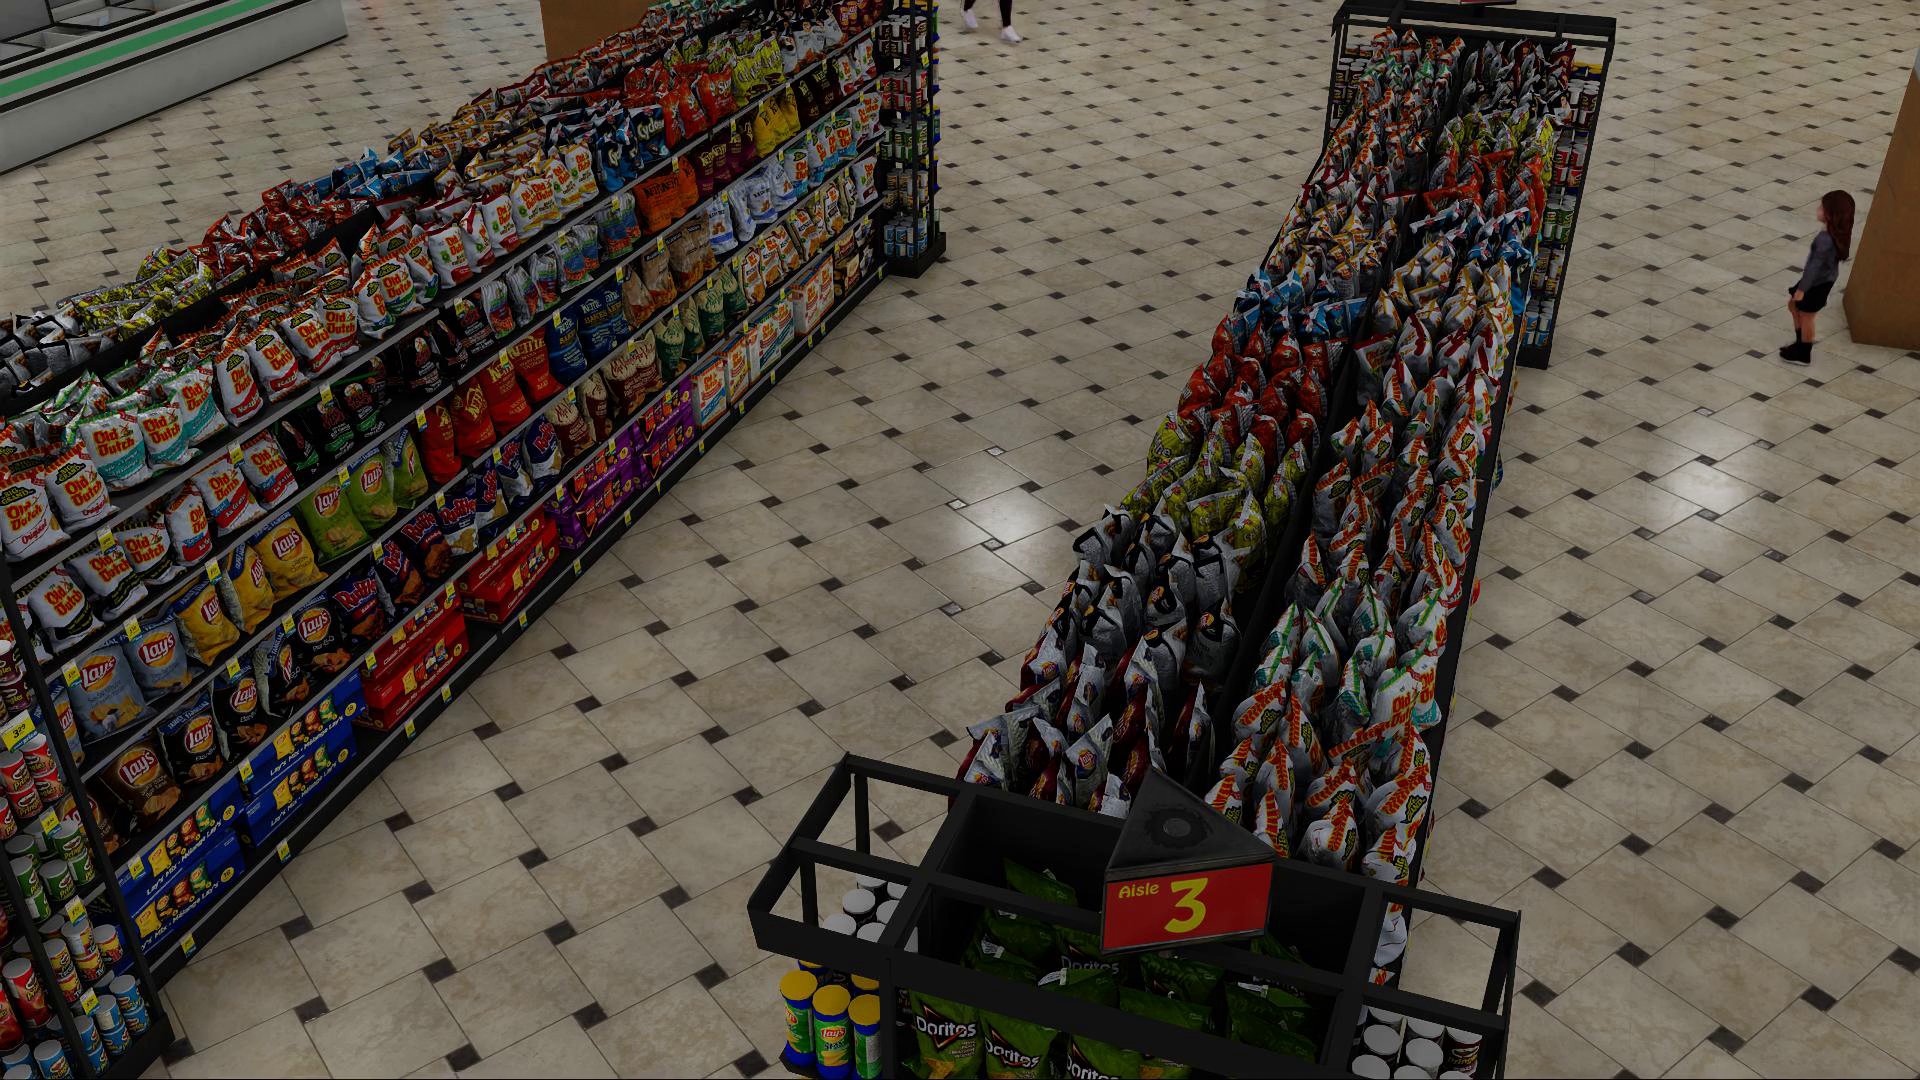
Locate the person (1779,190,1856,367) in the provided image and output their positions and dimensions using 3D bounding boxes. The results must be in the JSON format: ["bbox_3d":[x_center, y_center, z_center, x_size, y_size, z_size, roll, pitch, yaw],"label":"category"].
[{"bbox_3d":[5.215,-1.558,9.996,0.592,1.097,0.488,20,37,29],"label":"person"}]

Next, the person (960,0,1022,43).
[{"bbox_3d":[0.250,-5.701,16.177,1.145,1.601,1.052,-23,39,-32],"label":"person"}]

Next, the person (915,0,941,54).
[{"bbox_3d":[-0.365,-5.504,15.819,0.785,1.645,0.650,-5,32,-8],"label":"person"}]
